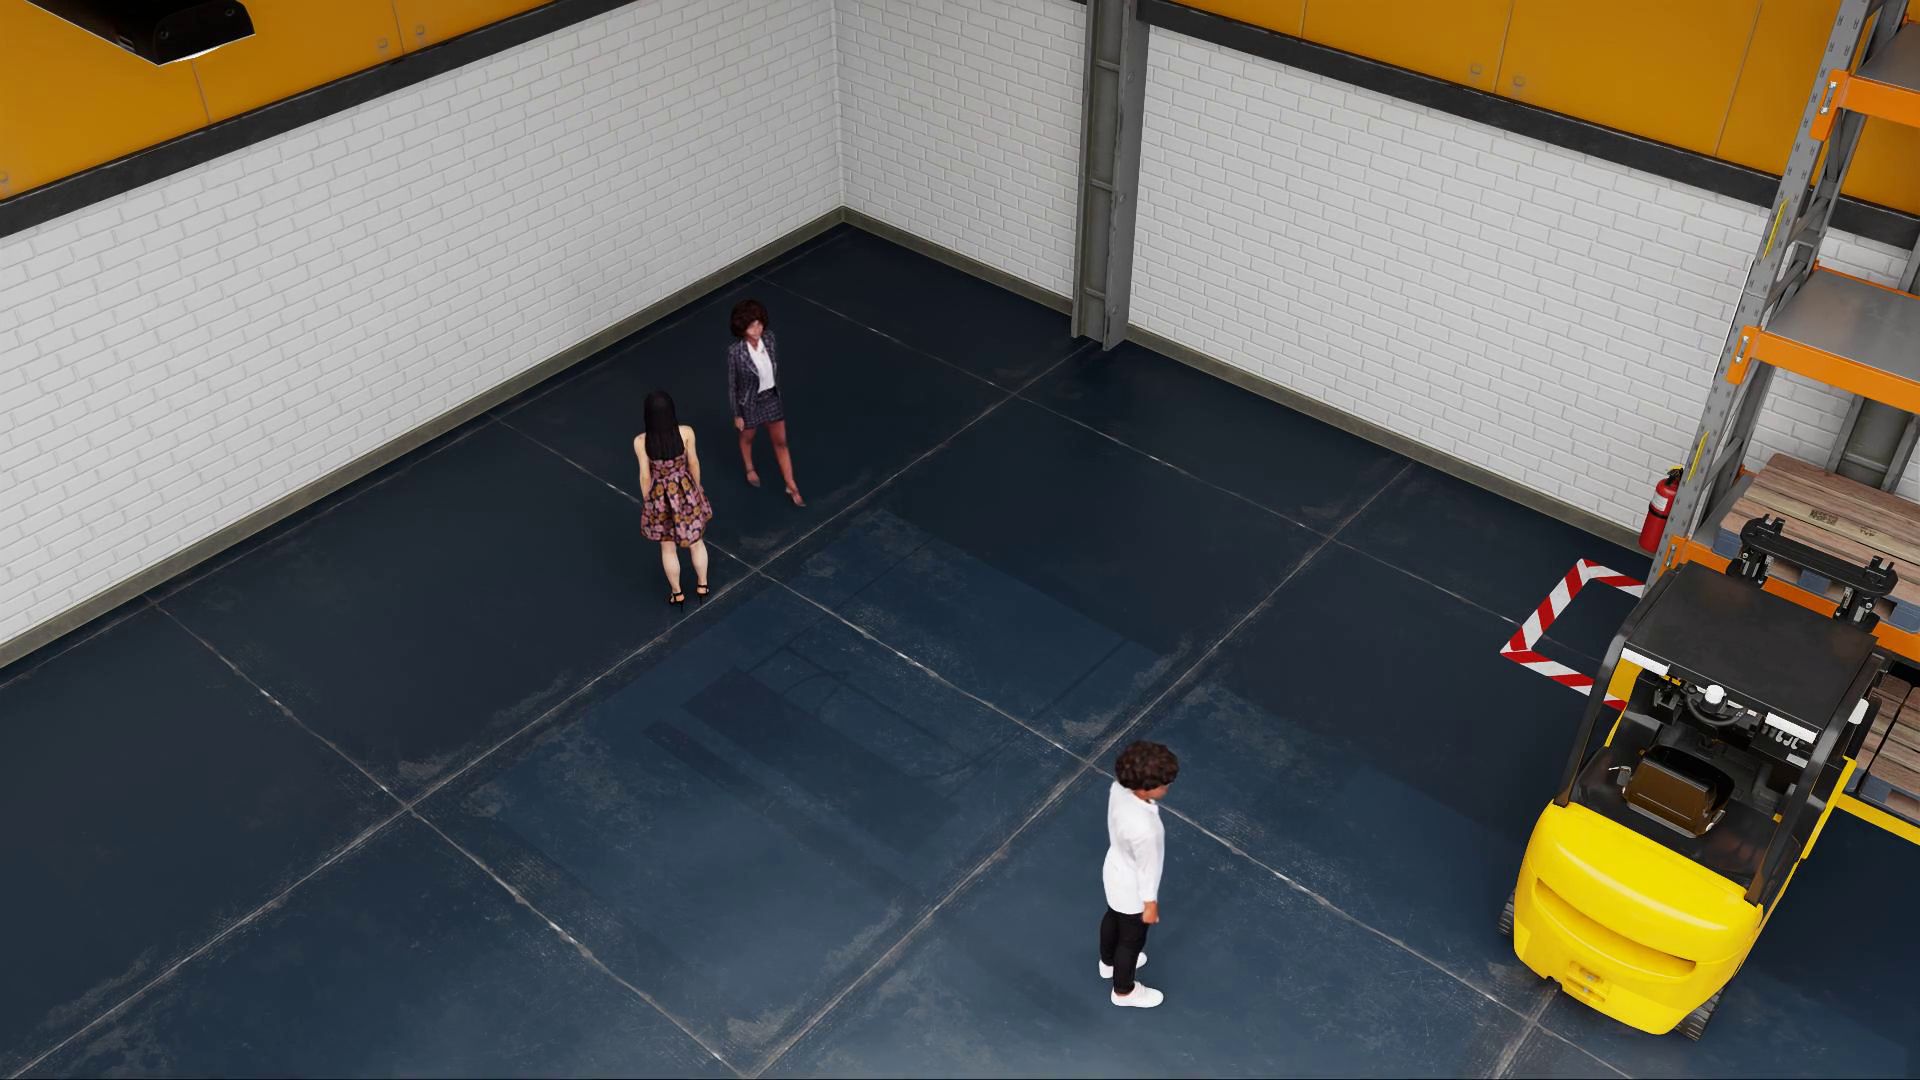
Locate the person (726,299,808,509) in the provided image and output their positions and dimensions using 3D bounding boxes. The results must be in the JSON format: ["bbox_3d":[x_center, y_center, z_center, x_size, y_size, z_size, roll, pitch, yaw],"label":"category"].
[{"bbox_3d":[-1.543,-1.046,12.296,0.808,1.667,1.055,-24,45,-27],"label":"person"}]

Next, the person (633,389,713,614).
[{"bbox_3d":[-1.937,-0.262,11.229,0.792,1.773,0.830,-13,41,-16],"label":"person"}]

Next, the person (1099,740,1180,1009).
[{"bbox_3d":[0.898,1.749,8.683,0.776,1.809,0.694,-7,39,-8],"label":"person"}]
